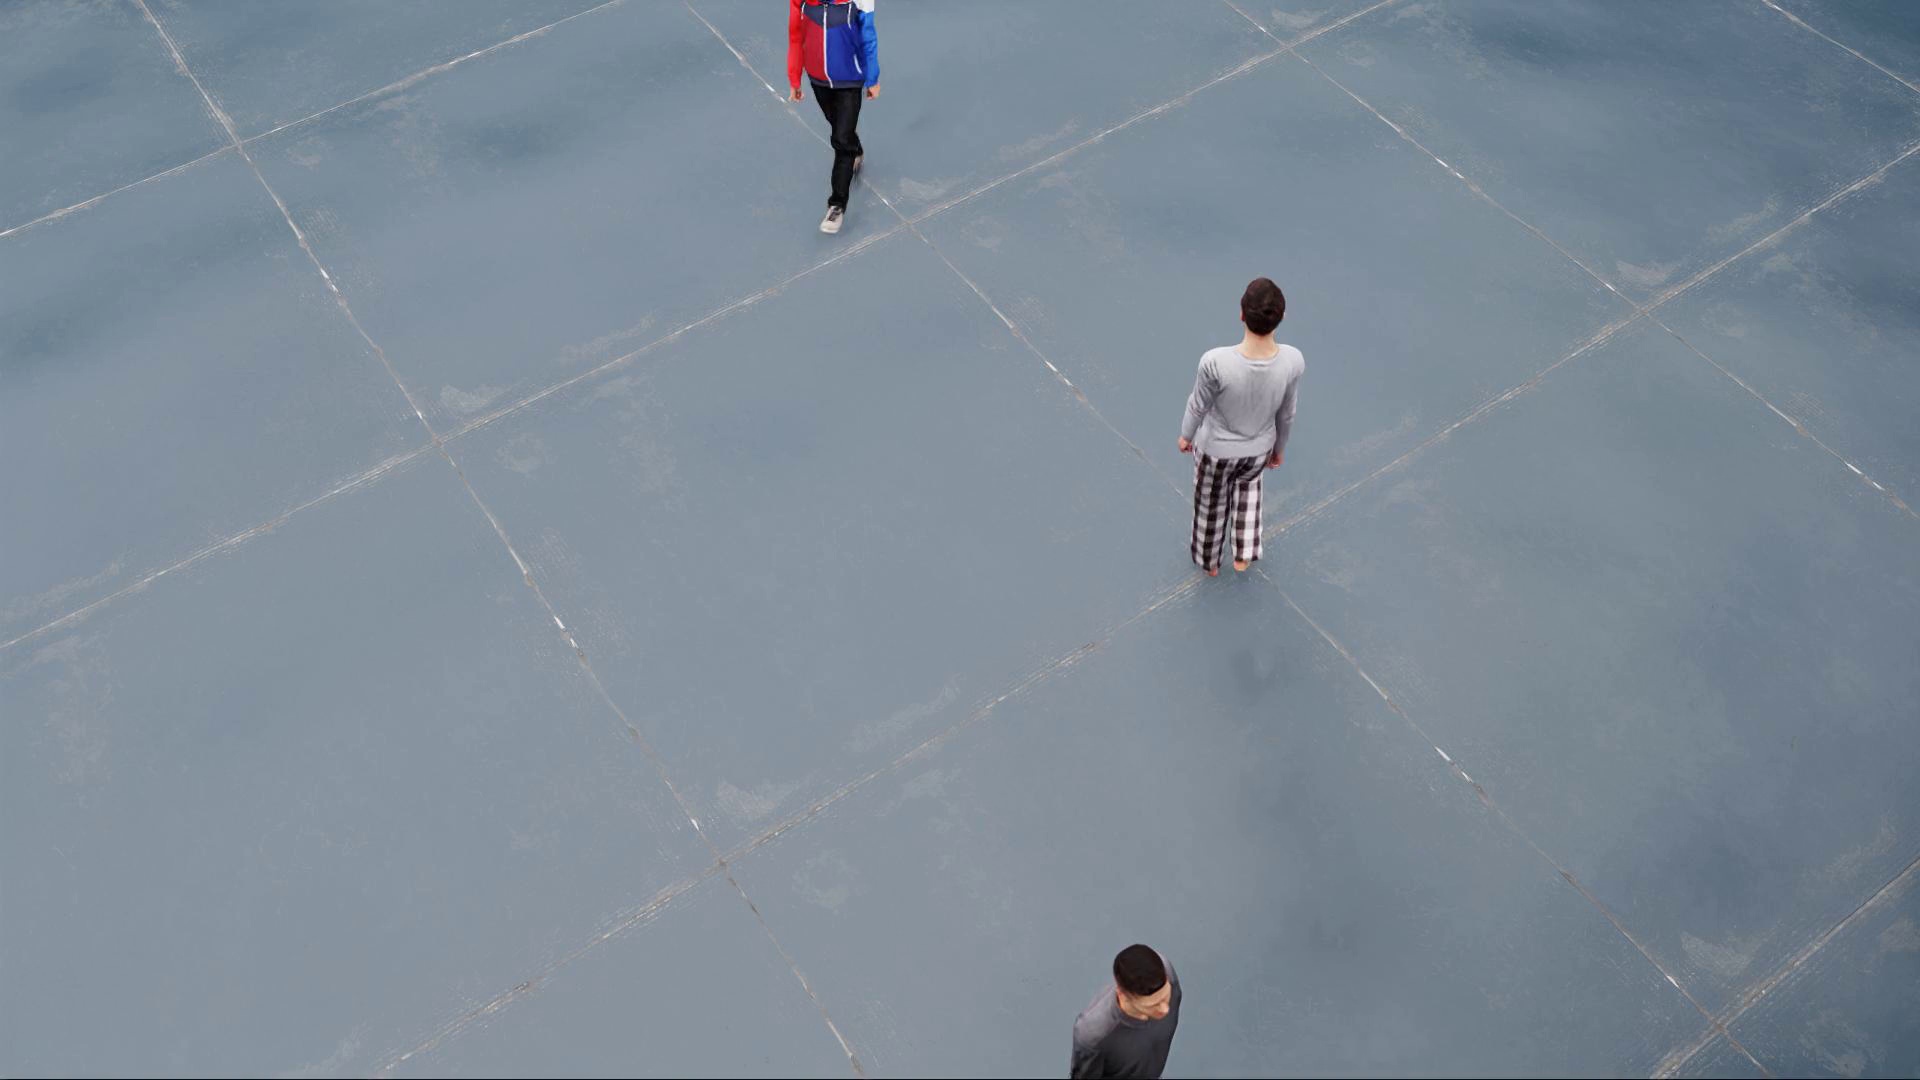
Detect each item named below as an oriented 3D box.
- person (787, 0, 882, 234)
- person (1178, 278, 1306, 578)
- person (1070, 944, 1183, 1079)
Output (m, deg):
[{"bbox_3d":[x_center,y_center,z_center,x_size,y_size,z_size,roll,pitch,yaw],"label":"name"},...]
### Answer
[{"bbox_3d":[-0.664,-2.699,9.413,1.098,1.722,1.044,17,54,13],"label":"person"},{"bbox_3d":[1.269,-0.390,7.552,0.774,1.838,0.830,-6,52,-4],"label":"person"},{"bbox_3d":[0.557,1.855,5.862,0.651,1.760,0.596,-38,61,-26],"label":"person"}]
